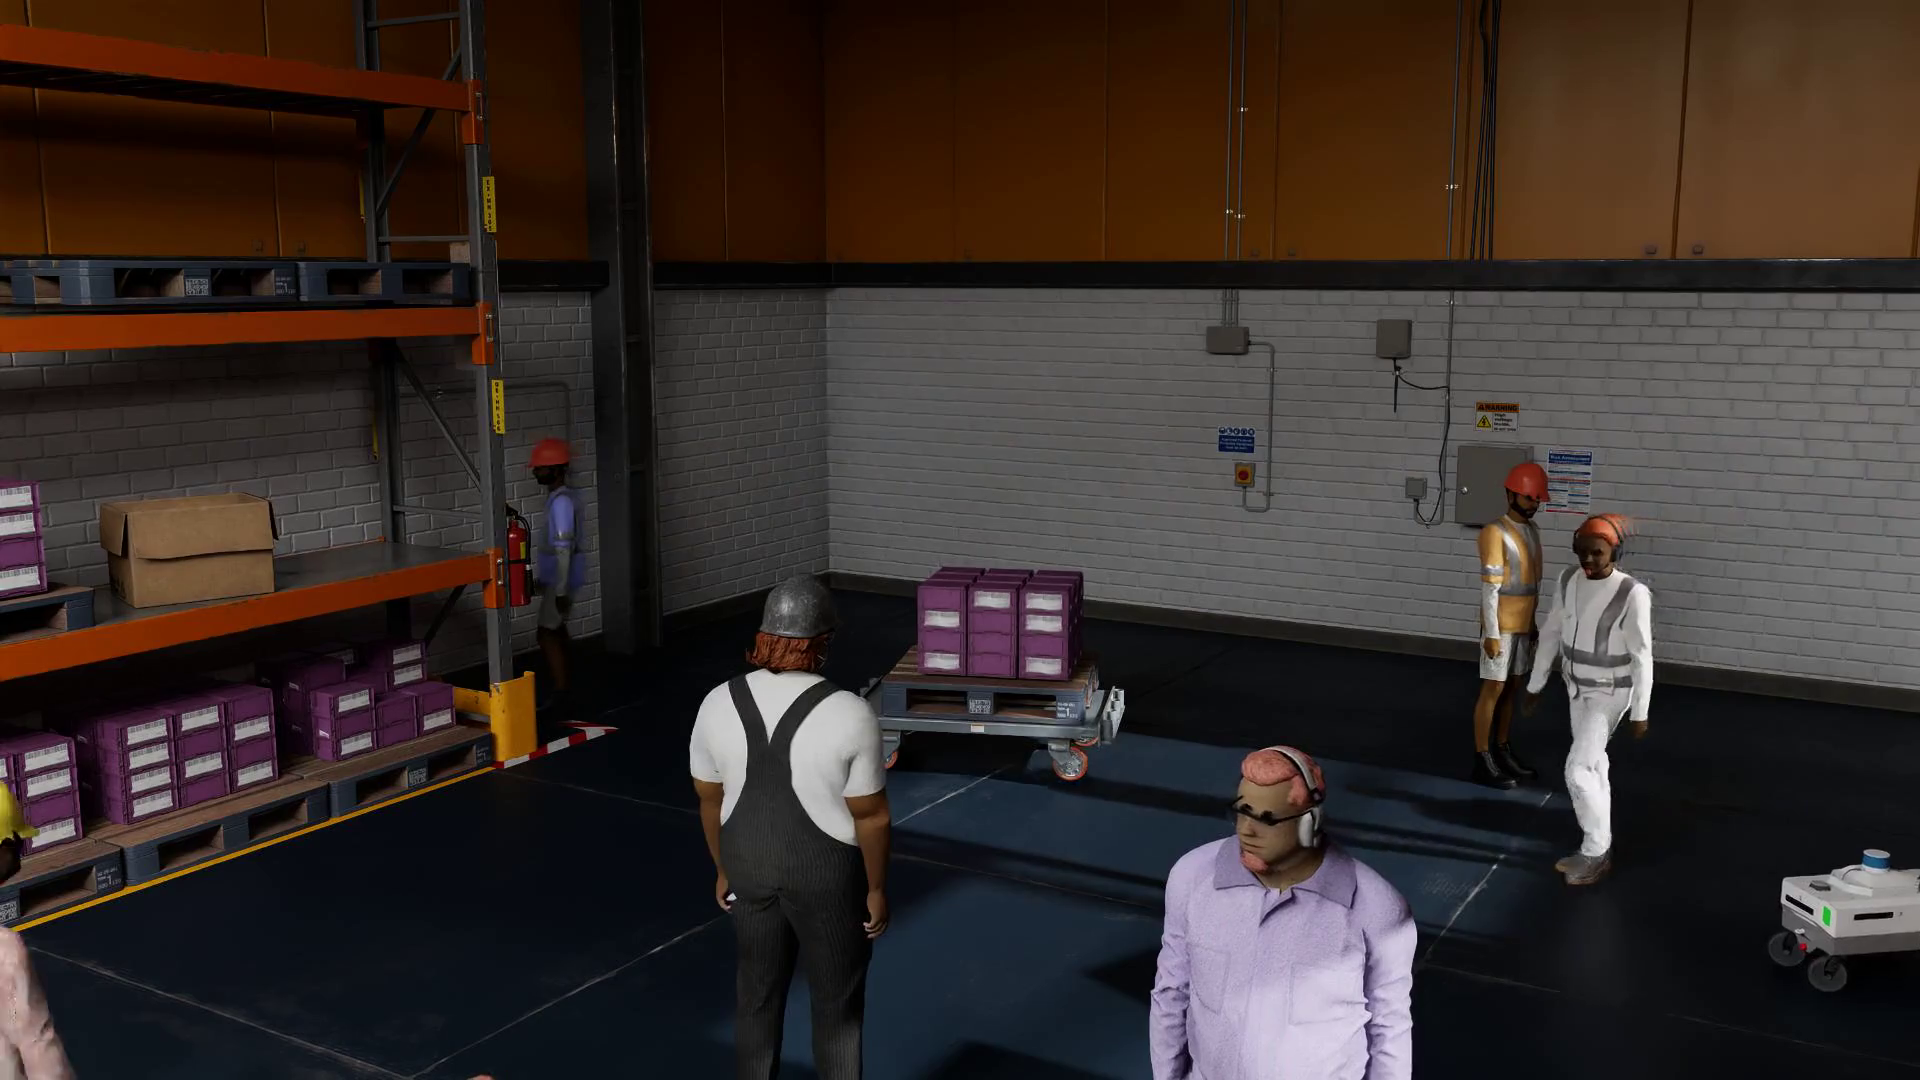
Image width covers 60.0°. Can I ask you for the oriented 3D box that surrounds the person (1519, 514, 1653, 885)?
[{"bbox_3d":[3.112,0.786,8.275,0.537,1.860,0.608,-2,9,-15],"label":"person"}]

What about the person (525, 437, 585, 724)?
[{"bbox_3d":[-2.766,0.266,11.305,0.423,1.932,0.565,-2,9,-10],"label":"person"}]

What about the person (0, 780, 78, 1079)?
[{"bbox_3d":[-2.494,1.467,4.409,0.553,1.721,0.869,7,11,36],"label":"person"}]

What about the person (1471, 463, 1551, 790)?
[{"bbox_3d":[3.283,0.499,9.855,0.542,1.928,0.374,-9,13,-43],"label":"person"}]

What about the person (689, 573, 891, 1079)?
[{"bbox_3d":[-0.527,1.110,5.692,0.688,2.000,0.539,3,10,20],"label":"person"}]

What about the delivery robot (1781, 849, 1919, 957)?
[{"bbox_3d":[3.914,1.572,7.138,0.707,0.478,0.477,-1,9,-9],"label":"delivery robot"}]

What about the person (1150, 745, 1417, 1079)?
[{"bbox_3d":[0.766,1.432,4.109,0.652,1.904,0.403,4,10,26],"label":"person"}]

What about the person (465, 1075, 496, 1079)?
[{"bbox_3d":[-0.822,1.733,3.186,0.522,1.607,0.787,3,10,18],"label":"person"}]
